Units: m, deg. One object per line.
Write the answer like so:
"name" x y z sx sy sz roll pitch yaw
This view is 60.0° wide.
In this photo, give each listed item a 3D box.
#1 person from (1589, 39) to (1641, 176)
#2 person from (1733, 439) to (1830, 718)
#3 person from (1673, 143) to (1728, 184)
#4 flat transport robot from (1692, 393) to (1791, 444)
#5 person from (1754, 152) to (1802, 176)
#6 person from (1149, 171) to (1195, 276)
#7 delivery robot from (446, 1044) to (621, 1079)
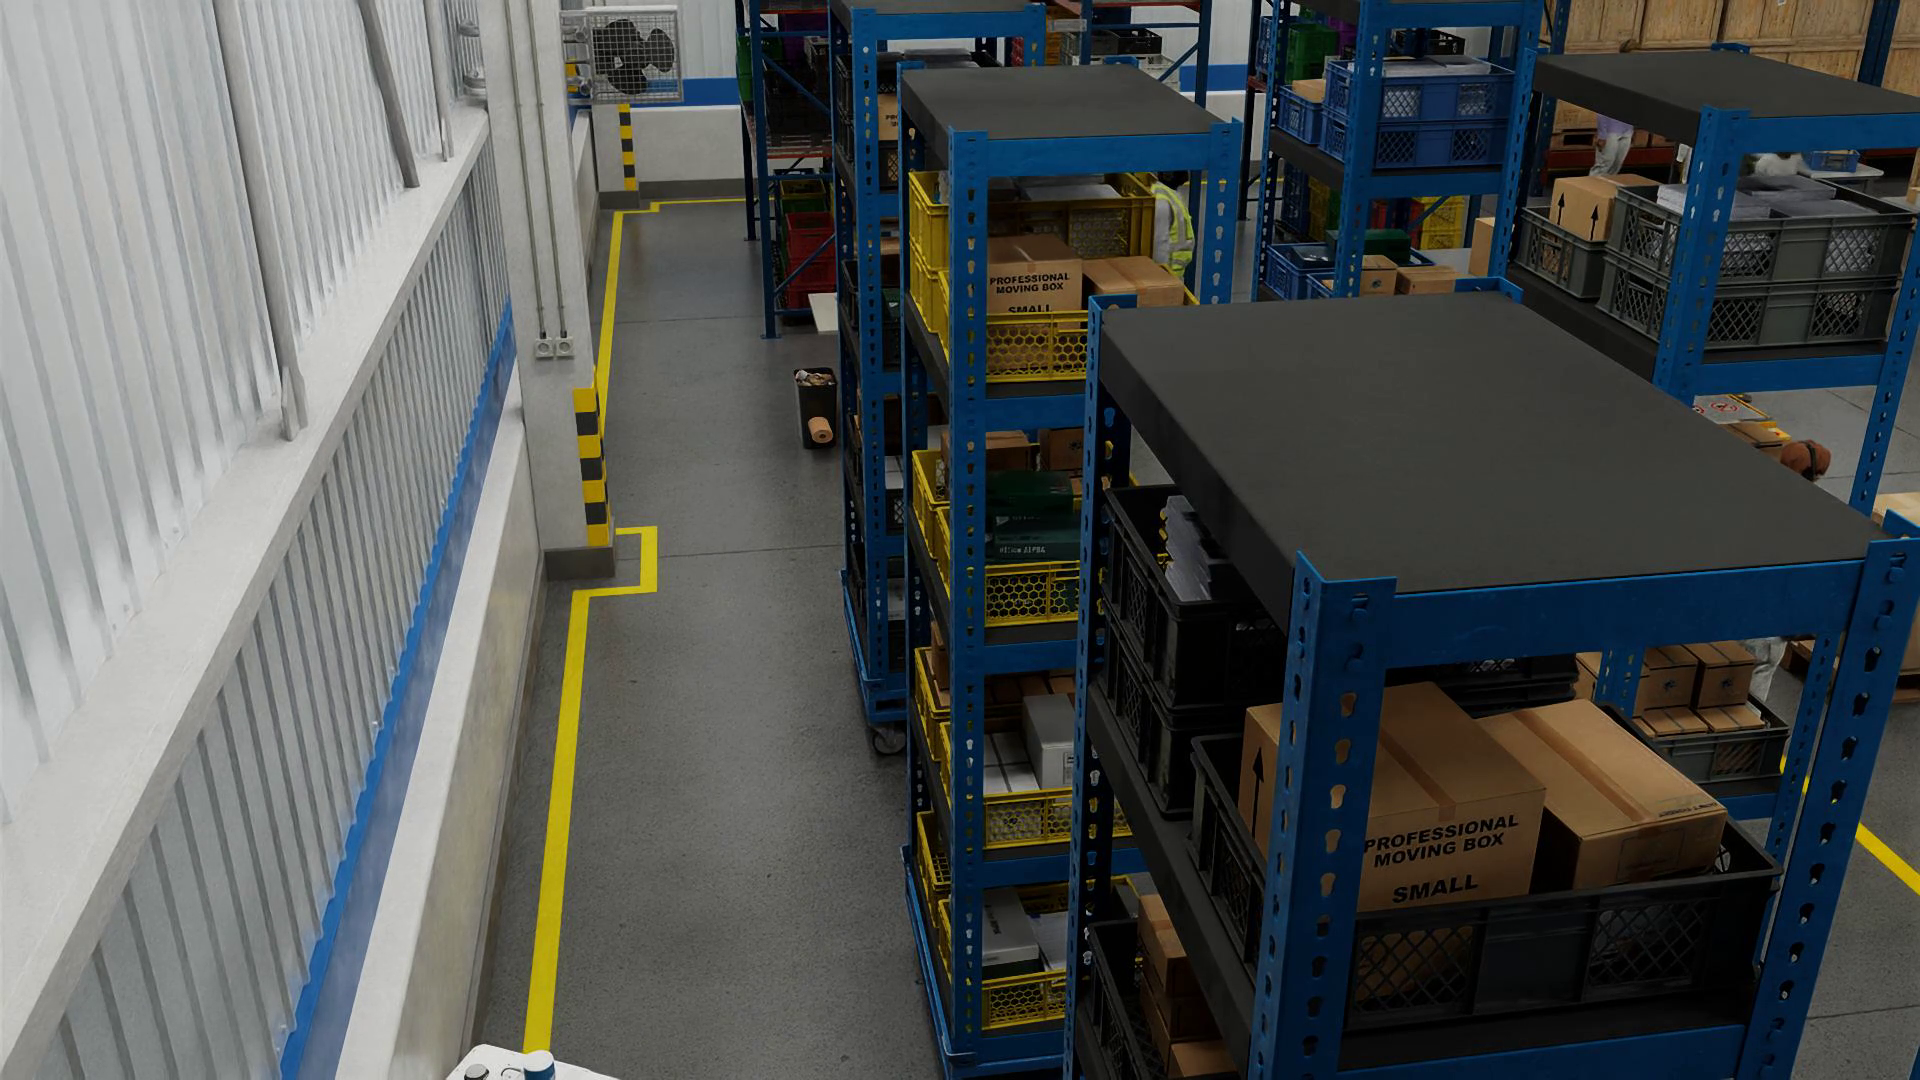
"person" 6.980 -4.333 17.705 0.633 1.939 0.368 -18 30 -34
"person" 3.877 0.287 8.025 0.312 1.631 0.507 -5 25 -10
"person" 7.505 -3.879 16.781 0.584 1.883 0.339 -3 25 -6
"flat transport robot" 5.224 -0.859 12.132 1.431 0.197 0.652 -4 25 -8
"person" 6.935 -2.669 14.235 0.566 1.828 0.745 -9 26 -20
"person" 1.612 -2.128 13.024 0.430 1.845 0.619 4 25 9
"delivery robot" -1.399 1.939 5.605 0.707 0.478 0.477 8 26 17
